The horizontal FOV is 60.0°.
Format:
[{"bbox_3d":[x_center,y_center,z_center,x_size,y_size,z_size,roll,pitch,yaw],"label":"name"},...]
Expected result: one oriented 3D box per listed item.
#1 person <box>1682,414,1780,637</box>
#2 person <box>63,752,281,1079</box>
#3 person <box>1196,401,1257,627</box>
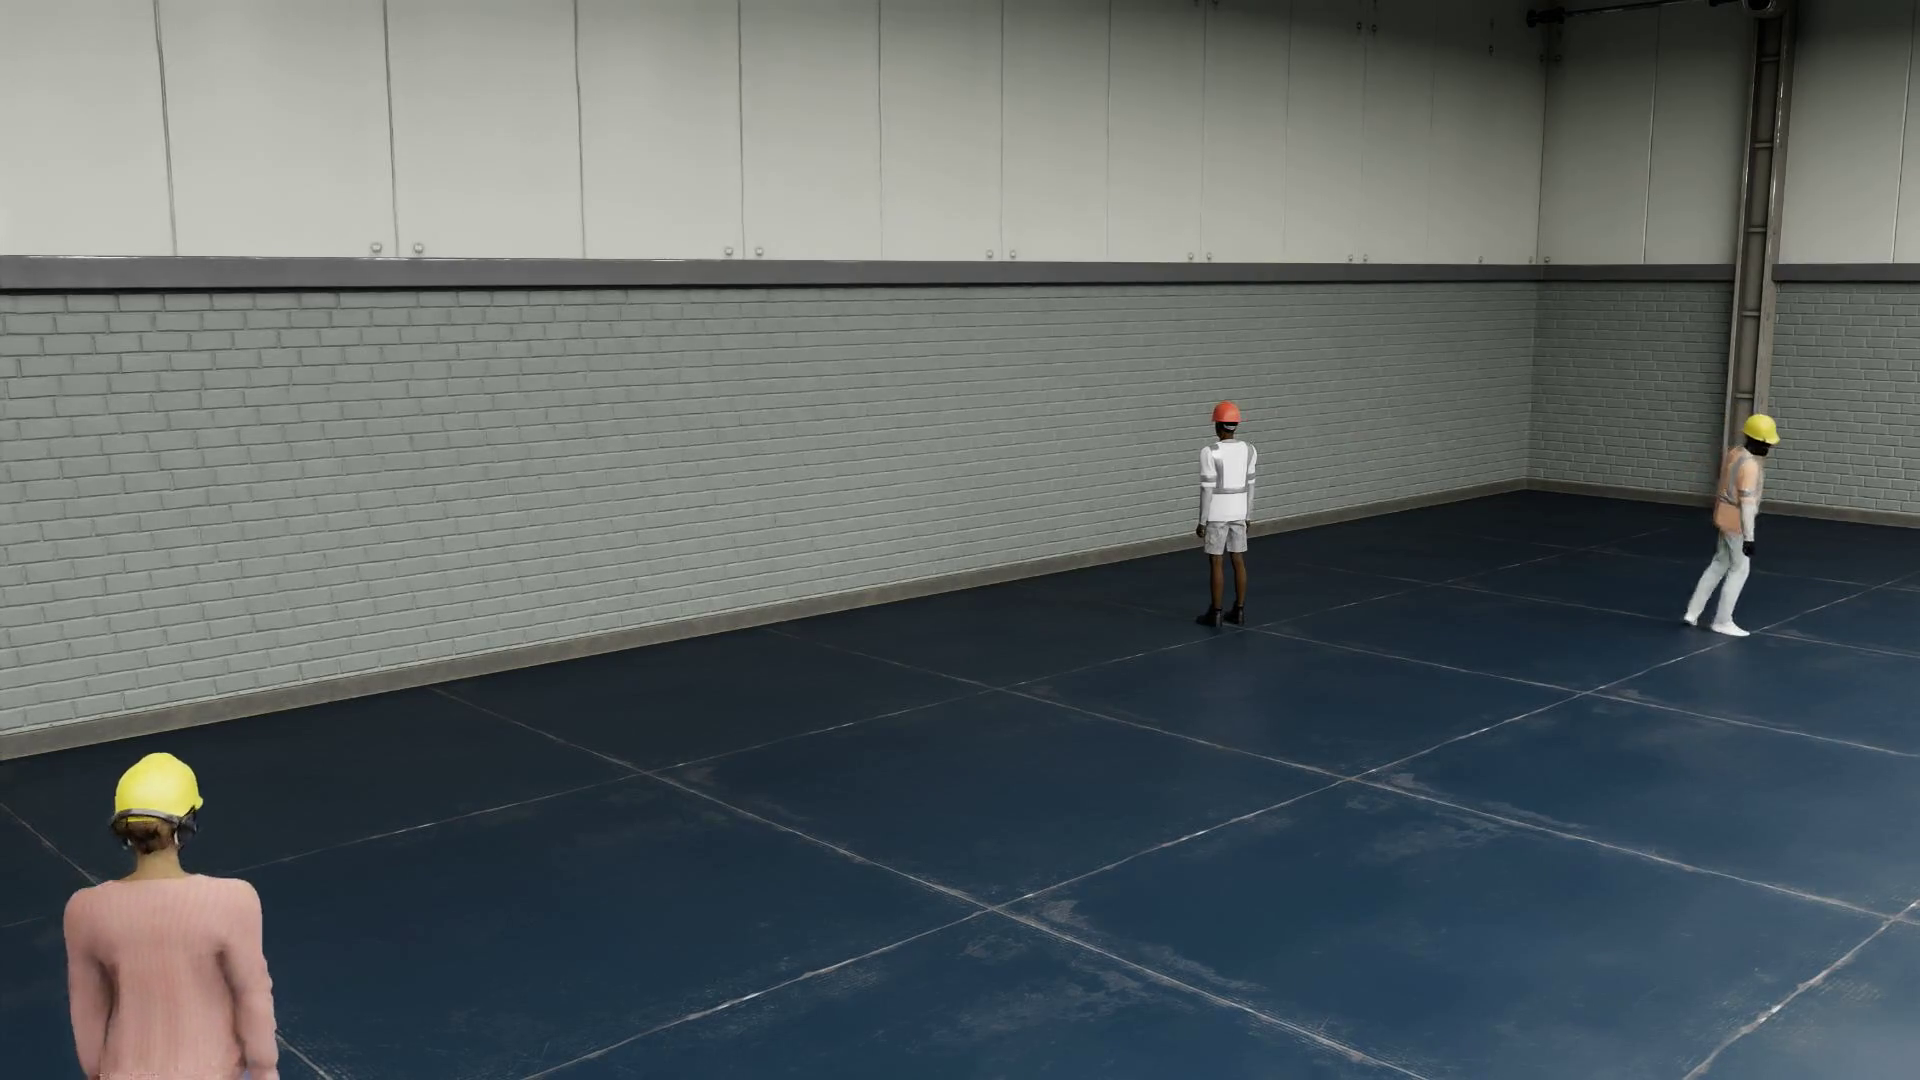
[{"bbox_3d":[6.407,-0.126,13.874,0.639,1.875,0.665,2,9,12],"label":"person"},{"bbox_3d":[-2.112,1.441,4.494,0.549,1.752,0.407,0,9,-3],"label":"person"},{"bbox_3d":[2.261,-0.219,14.248,0.545,1.938,0.360,-4,10,-26],"label":"person"}]
